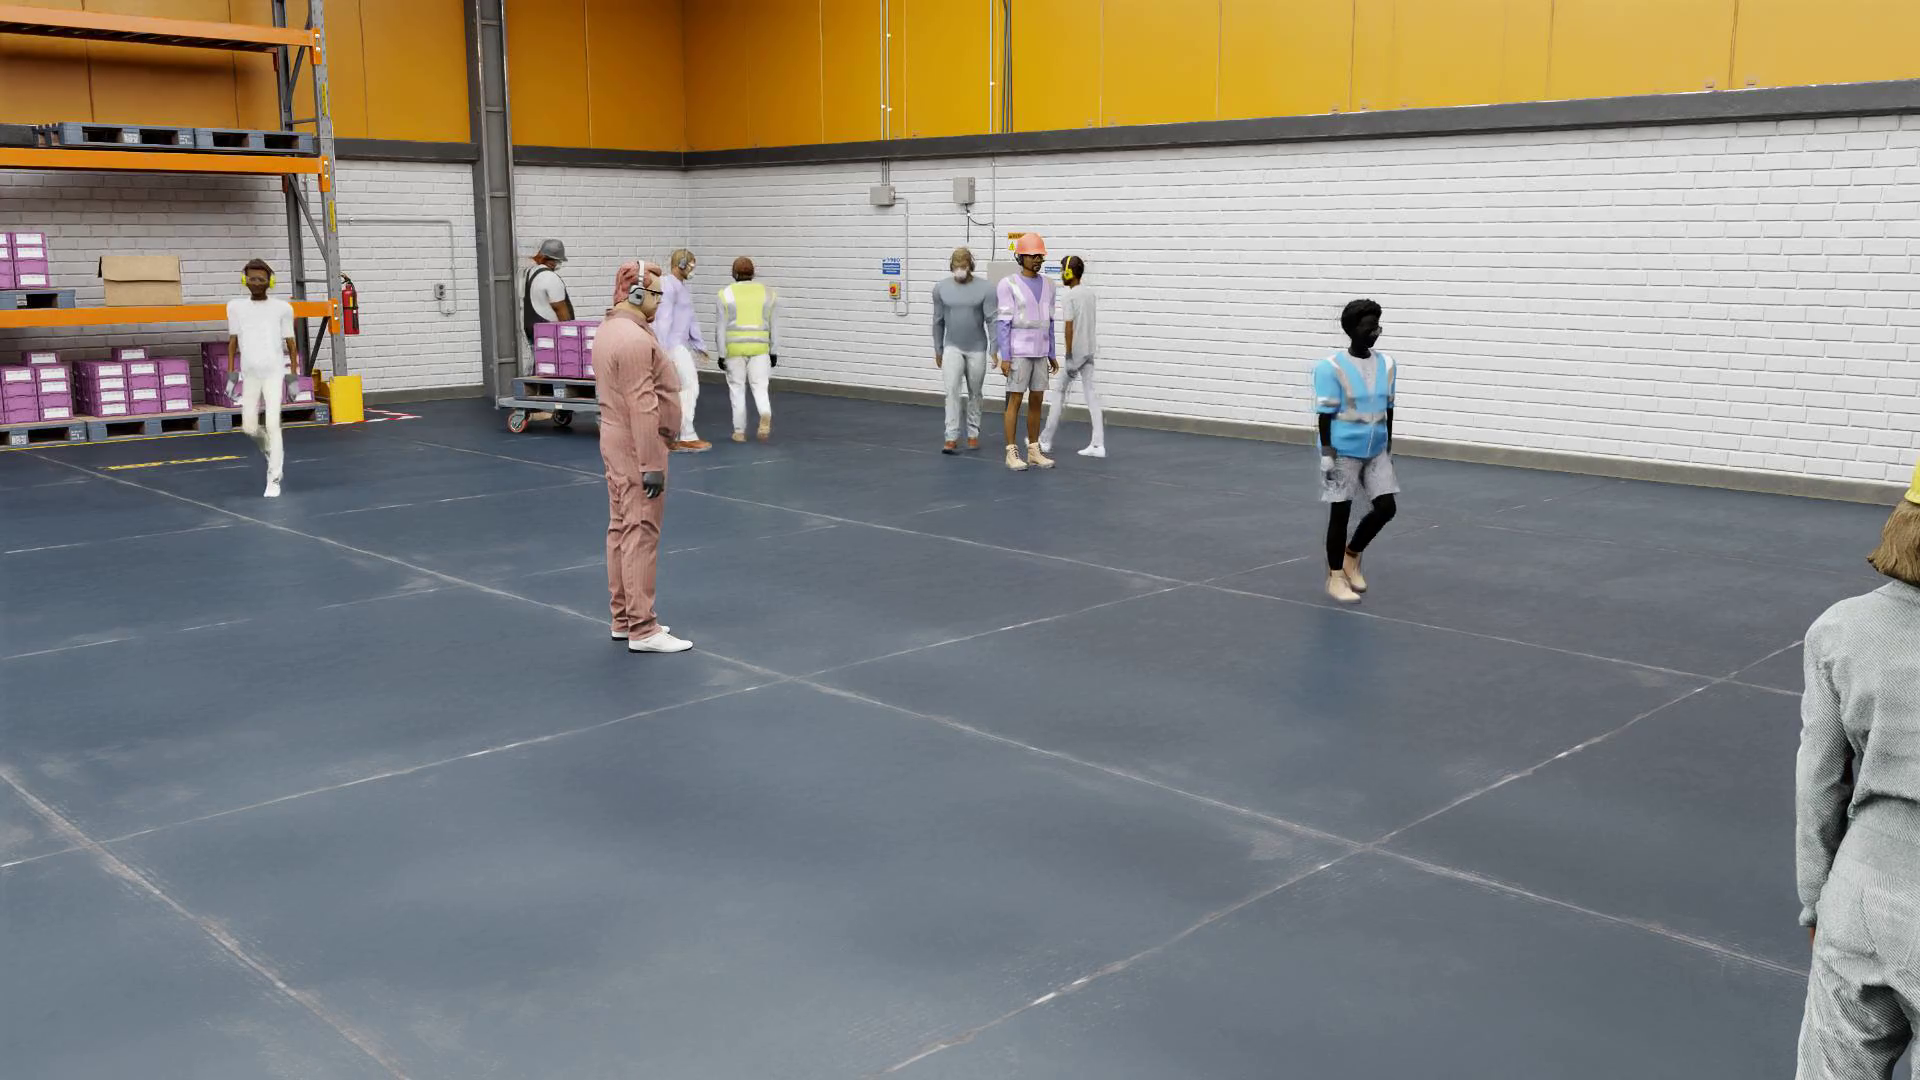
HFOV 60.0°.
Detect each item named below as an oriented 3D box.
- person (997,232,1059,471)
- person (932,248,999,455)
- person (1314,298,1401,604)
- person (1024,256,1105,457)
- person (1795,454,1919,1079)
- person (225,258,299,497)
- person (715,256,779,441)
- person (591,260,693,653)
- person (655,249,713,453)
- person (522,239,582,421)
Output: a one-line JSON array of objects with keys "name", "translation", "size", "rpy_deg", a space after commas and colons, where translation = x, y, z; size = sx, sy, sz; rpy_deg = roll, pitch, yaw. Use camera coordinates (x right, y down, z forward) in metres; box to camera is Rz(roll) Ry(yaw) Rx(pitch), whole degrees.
[{"name": "person", "translation": [0.607, -1.623, 14.386], "size": [0.614, 2.043, 0.374], "rpy_deg": [-8, 13, -36]}, {"name": "person", "translation": [0.051, -1.736, 15.403], "size": [0.658, 1.884, 0.964], "rpy_deg": [1, 10, 7]}, {"name": "person", "translation": [2.176, -0.478, 9.129], "size": [0.555, 1.683, 0.372], "rpy_deg": [-4, 11, -23]}, {"name": "person", "translation": [1.020, -1.696, 15.366], "size": [0.908, 1.825, 0.519], "rpy_deg": [10, 14, 43]}, {"name": "person", "translation": [1.630, 0.656, 2.780], "size": [0.294, 1.744, 0.486], "rpy_deg": [-6, 12, -31]}, {"name": "person", "translation": [-5.470, -1.281, 13.055], "size": [0.536, 1.853, 0.658], "rpy_deg": [-1, 10, -6]}, {"name": "person", "translation": [-2.063, -1.838, 16.162], "size": [0.639, 1.823, 0.709], "rpy_deg": [-4, 11, -21]}, {"name": "person", "translation": [-1.558, -0.405, 8.137], "size": [0.407, 1.902, 0.638], "rpy_deg": [-5, 11, -25]}, {"name": "person", "translation": [-2.567, -1.761, 15.555], "size": [0.672, 1.896, 0.667], "rpy_deg": [0, 10, -2]}, {"name": "person", "translation": [-4.431, -2.330, 18.248], "size": [0.870, 2.000, 0.710], "rpy_deg": [-7, 12, -33]}]
